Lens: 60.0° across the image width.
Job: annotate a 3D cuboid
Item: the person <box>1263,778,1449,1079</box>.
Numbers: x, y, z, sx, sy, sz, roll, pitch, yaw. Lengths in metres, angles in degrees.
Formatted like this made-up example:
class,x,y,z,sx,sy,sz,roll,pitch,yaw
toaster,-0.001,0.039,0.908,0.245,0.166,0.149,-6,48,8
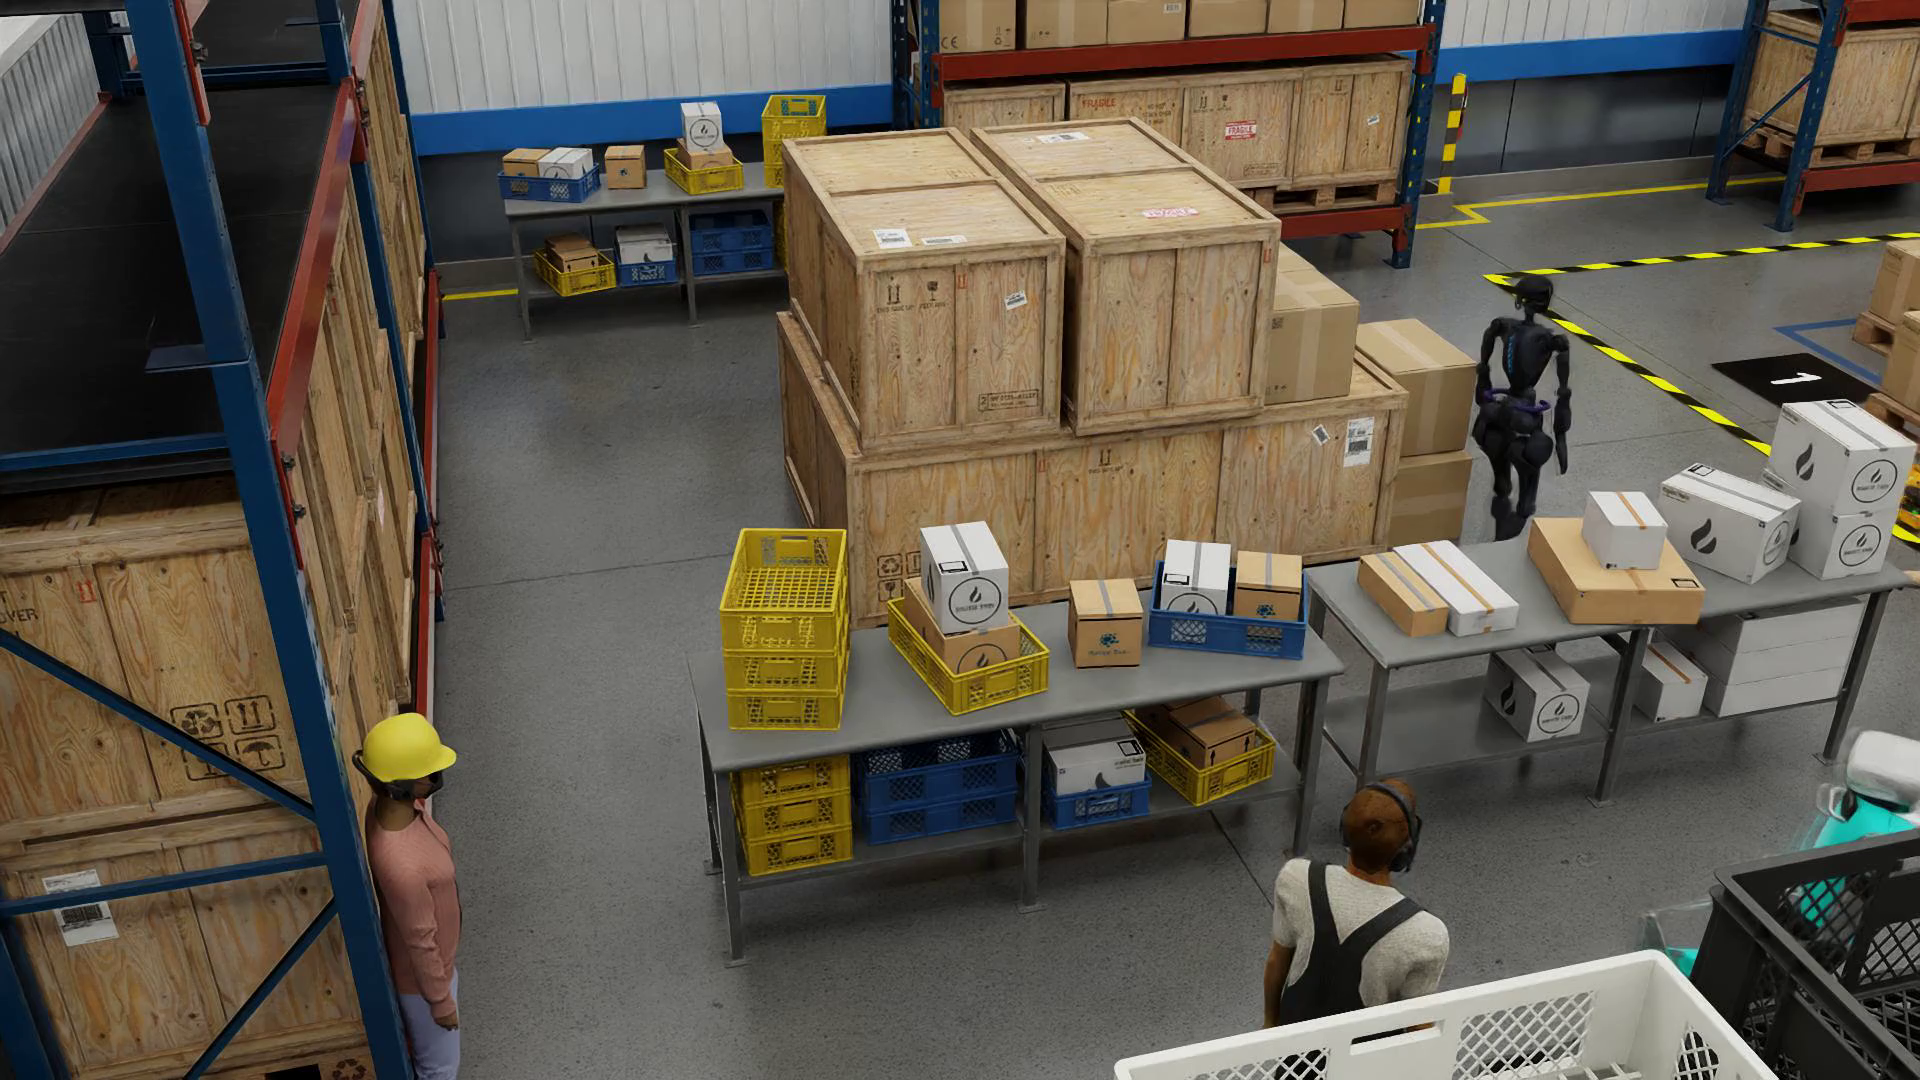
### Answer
class,x,y,z,sx,sy,sz,roll,pitch,yaw
person,1.107,1.473,4.824,0.504,1.839,0.337,19,34,30

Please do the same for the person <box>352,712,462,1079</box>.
class,x,y,z,sx,sy,sz,roll,pitch,yaw
person,-1.649,1.298,5.219,0.336,1.761,0.522,-10,30,-18

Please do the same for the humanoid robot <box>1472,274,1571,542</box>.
class,x,y,z,sx,sy,sz,roll,pitch,yaw
humanoid robot,2.915,-0.588,8.754,0.478,1.650,0.601,-19,34,-31

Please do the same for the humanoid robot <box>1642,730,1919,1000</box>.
class,x,y,z,sx,sy,sz,roll,pitch,yaw
humanoid robot,2.449,1.311,5.228,0.882,1.778,0.544,14,32,24

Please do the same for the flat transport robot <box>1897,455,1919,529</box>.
class,x,y,z,sx,sy,sz,roll,pitch,yaw
flat transport robot,5.994,-0.379,9.775,1.431,0.197,0.652,-7,30,-13

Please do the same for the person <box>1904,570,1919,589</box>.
class,x,y,z,sx,sy,sz,roll,pitch,yaw
person,5.206,-0.557,8.294,0.378,2.042,0.608,1,29,2
